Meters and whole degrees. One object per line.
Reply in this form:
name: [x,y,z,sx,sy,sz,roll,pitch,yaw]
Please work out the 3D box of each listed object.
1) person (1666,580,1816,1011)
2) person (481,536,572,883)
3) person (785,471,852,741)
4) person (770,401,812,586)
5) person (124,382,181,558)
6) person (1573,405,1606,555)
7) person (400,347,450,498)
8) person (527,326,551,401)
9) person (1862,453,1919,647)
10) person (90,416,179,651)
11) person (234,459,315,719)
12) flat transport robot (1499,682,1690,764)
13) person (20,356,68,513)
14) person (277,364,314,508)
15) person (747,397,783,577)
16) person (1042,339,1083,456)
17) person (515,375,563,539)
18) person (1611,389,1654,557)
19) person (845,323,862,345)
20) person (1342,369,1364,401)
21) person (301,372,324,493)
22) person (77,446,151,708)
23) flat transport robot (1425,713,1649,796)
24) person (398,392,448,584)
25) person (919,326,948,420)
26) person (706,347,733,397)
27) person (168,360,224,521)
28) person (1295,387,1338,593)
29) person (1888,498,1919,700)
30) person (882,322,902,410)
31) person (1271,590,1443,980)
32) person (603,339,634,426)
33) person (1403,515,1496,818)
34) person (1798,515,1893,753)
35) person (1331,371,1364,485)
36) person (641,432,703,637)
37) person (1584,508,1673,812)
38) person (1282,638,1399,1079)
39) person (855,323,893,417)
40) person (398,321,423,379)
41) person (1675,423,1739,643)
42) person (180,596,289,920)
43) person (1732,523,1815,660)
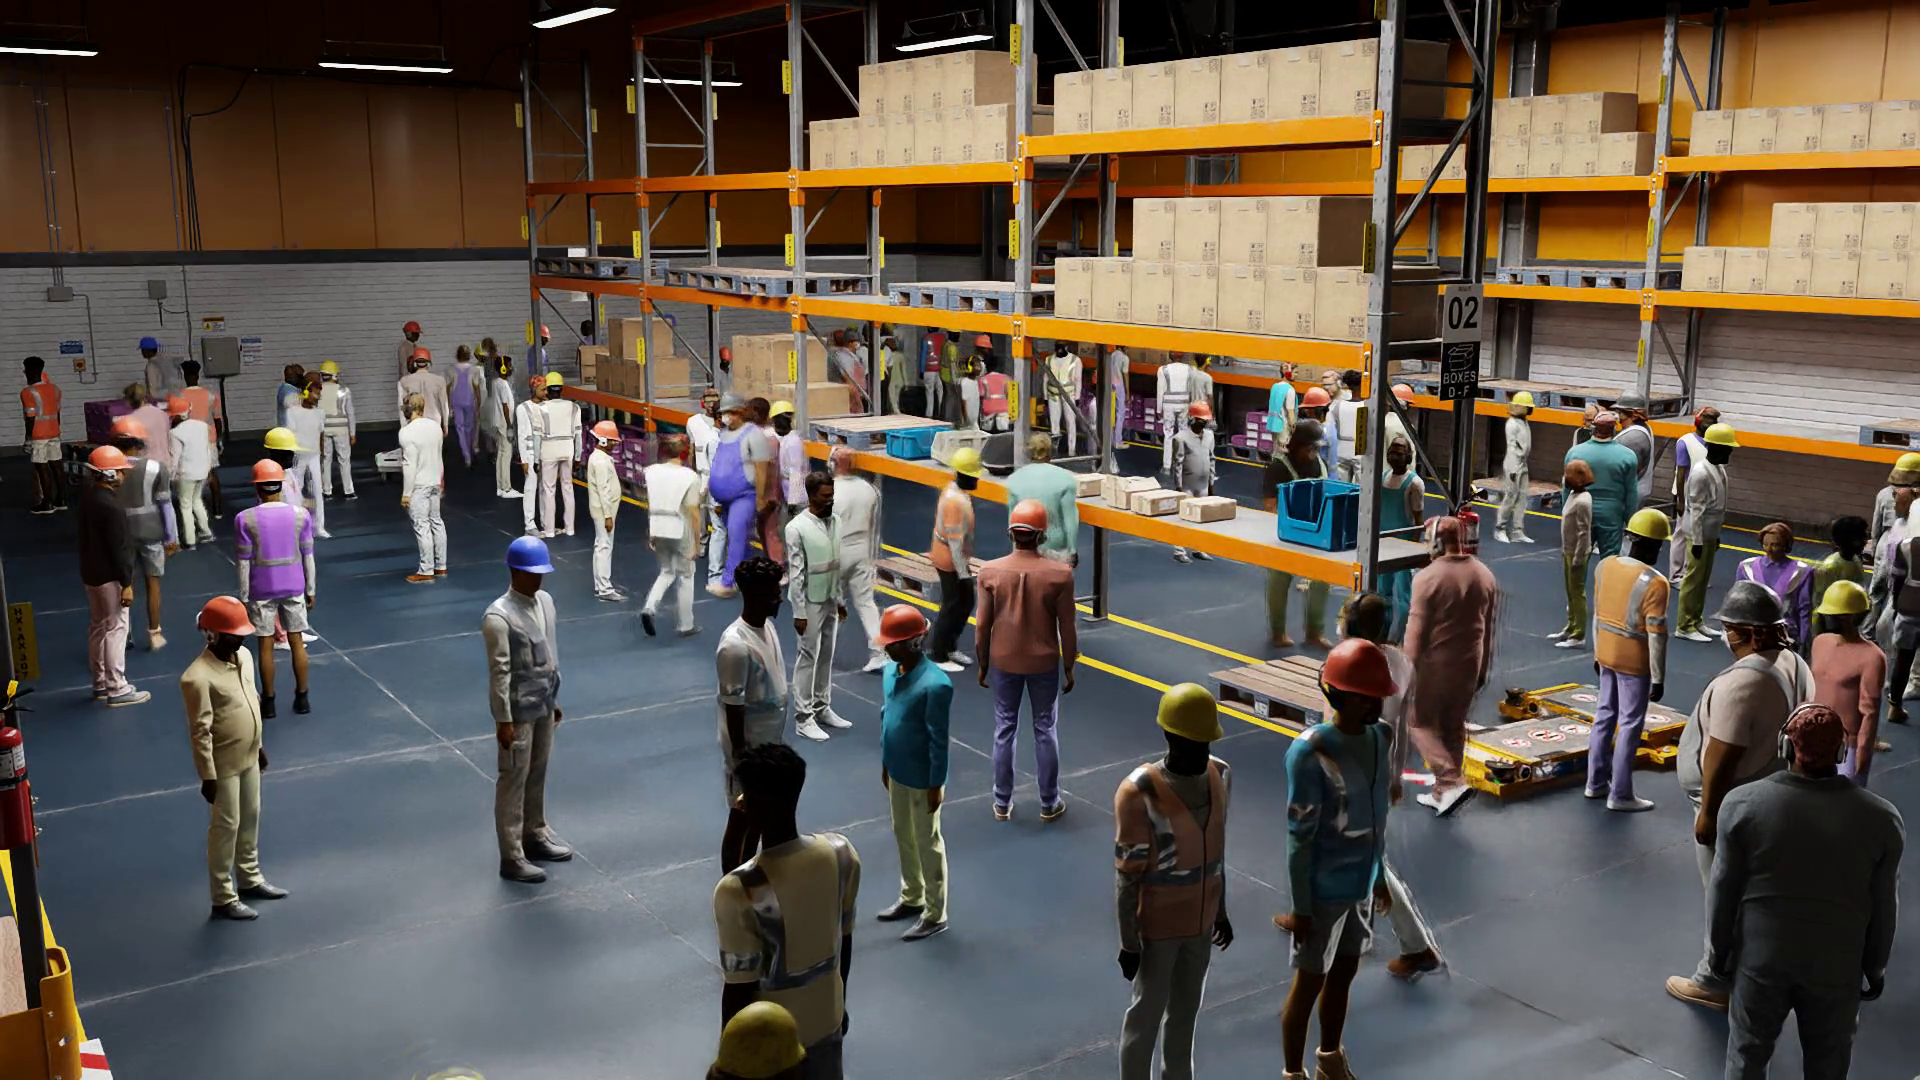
person: [3.652,1.176,7.836,0.681,2.000,0.535,-8,14,-36]
person: [-2.425,0.928,9.345,0.402,1.943,0.609,3,11,15]
person: [-1.020,0.451,11.859,0.388,1.917,0.594,6,12,27]
person: [-1.631,-0.427,16.447,0.417,1.881,0.637,-4,12,-21]
person: [-8.787,-0.757,18.036,0.473,1.923,0.648,1,11,6]
person: [6.913,-0.664,18.274,0.311,1.642,0.514,-4,12,-18]
person: [-7.025,-1.533,21.852,0.617,1.986,0.408,-4,12,-18]
person: [-6.767,-2.497,26.921,0.374,1.928,0.542,-8,14,-35]
person: [7.864,0.133,13.939,0.322,1.741,0.490,-3,11,-13]
person: [-6.973,-0.031,14.072,0.618,2.029,0.518,-2,11,-12]
person: [-5.062,0.360,12.322,0.548,1.925,0.392,-8,13,-35]
flat transport robot: [4.637,1.272,11.886,0.652,0.197,1.431,-6,13,-29]
person: [-11.461,-1.313,20.765,0.368,1.966,0.602,2,11,8]
person: [-8.432,-1.317,21.142,0.431,1.836,0.619,-6,12,-27]
person: [-1.928,-0.483,16.672,0.402,1.907,0.605,-5,12,-22]
person: [1.571,-2.208,25.691,0.629,1.838,0.430,4,12,19]
person: [-4.860,-0.961,19.194,0.359,1.880,0.575,6,13,29]
person: [6.432,-0.457,16.191,0.535,2.000,0.674,6,13,30]
person: [-1.893,-3.053,30.243,0.516,1.742,0.706,4,12,18]
person: [5.181,-1.422,22.074,0.333,1.672,0.570,-3,12,-17]
person: [-8.681,-1.451,22.355,0.283,1.625,0.513,-1,11,-8]
person: [-6.426,0.273,12.616,0.608,1.986,0.415,9,14,38]
flat transport robot: [3.879,1.416,11.148,1.431,0.197,0.652,-6,13,-29]
person: [-5.438,-0.525,16.803,0.353,1.937,0.635,3,11,14]
person: [-0.480,-3.075,30.144,0.632,1.836,0.432,-9,14,-38]
person: [-3.533,-2.027,24.990,0.349,1.743,0.568,11,15,44]
person: [-9.279,-1.209,20.232,0.612,1.965,0.361,-10,15,-41]
person: [3.505,-0.485,16.373,0.404,2.035,0.602,5,12,23]
person: [7.340,0.333,12.541,0.401,1.894,0.653,-3,12,-16]
person: [-1.297,-3.119,30.372,0.403,1.826,0.594,-9,14,-37]
person: [2.001,1.182,8.178,0.968,1.903,0.639,10,15,42]
person: [-6.002,-2.882,29.144,0.562,1.836,0.400,1,11,4]
person: [3.000,0.794,10.186,0.686,1.881,0.511,-6,13,-29]
person: [6.092,0.622,11.687,0.533,1.652,0.890,-9,14,-37]
person: [4.482,-0.936,18.853,0.603,1.959,0.375,11,15,44]
person: [-2.516,-0.017,14.497,0.599,1.830,0.582,6,12,27]
person: [4.177,0.745,10.364,0.393,1.914,0.595,-4,12,-19]
person: [1.560,1.387,6.745,0.609,2.044,0.394,-9,14,-40]
person: [-1.423,-2.448,26.381,0.684,2.000,0.537,-7,13,-31]
person: [-8.949,-2.581,27.206,0.410,1.986,0.615,1,11,6]
person: [6.518,-0.065,14.504,0.397,1.920,0.586,9,14,40]
person: [-3.835,1.142,8.789,0.351,1.738,0.573,1,11,5]
person: [5.553,0.683,11.413,0.522,1.631,0.322,10,15,40]
